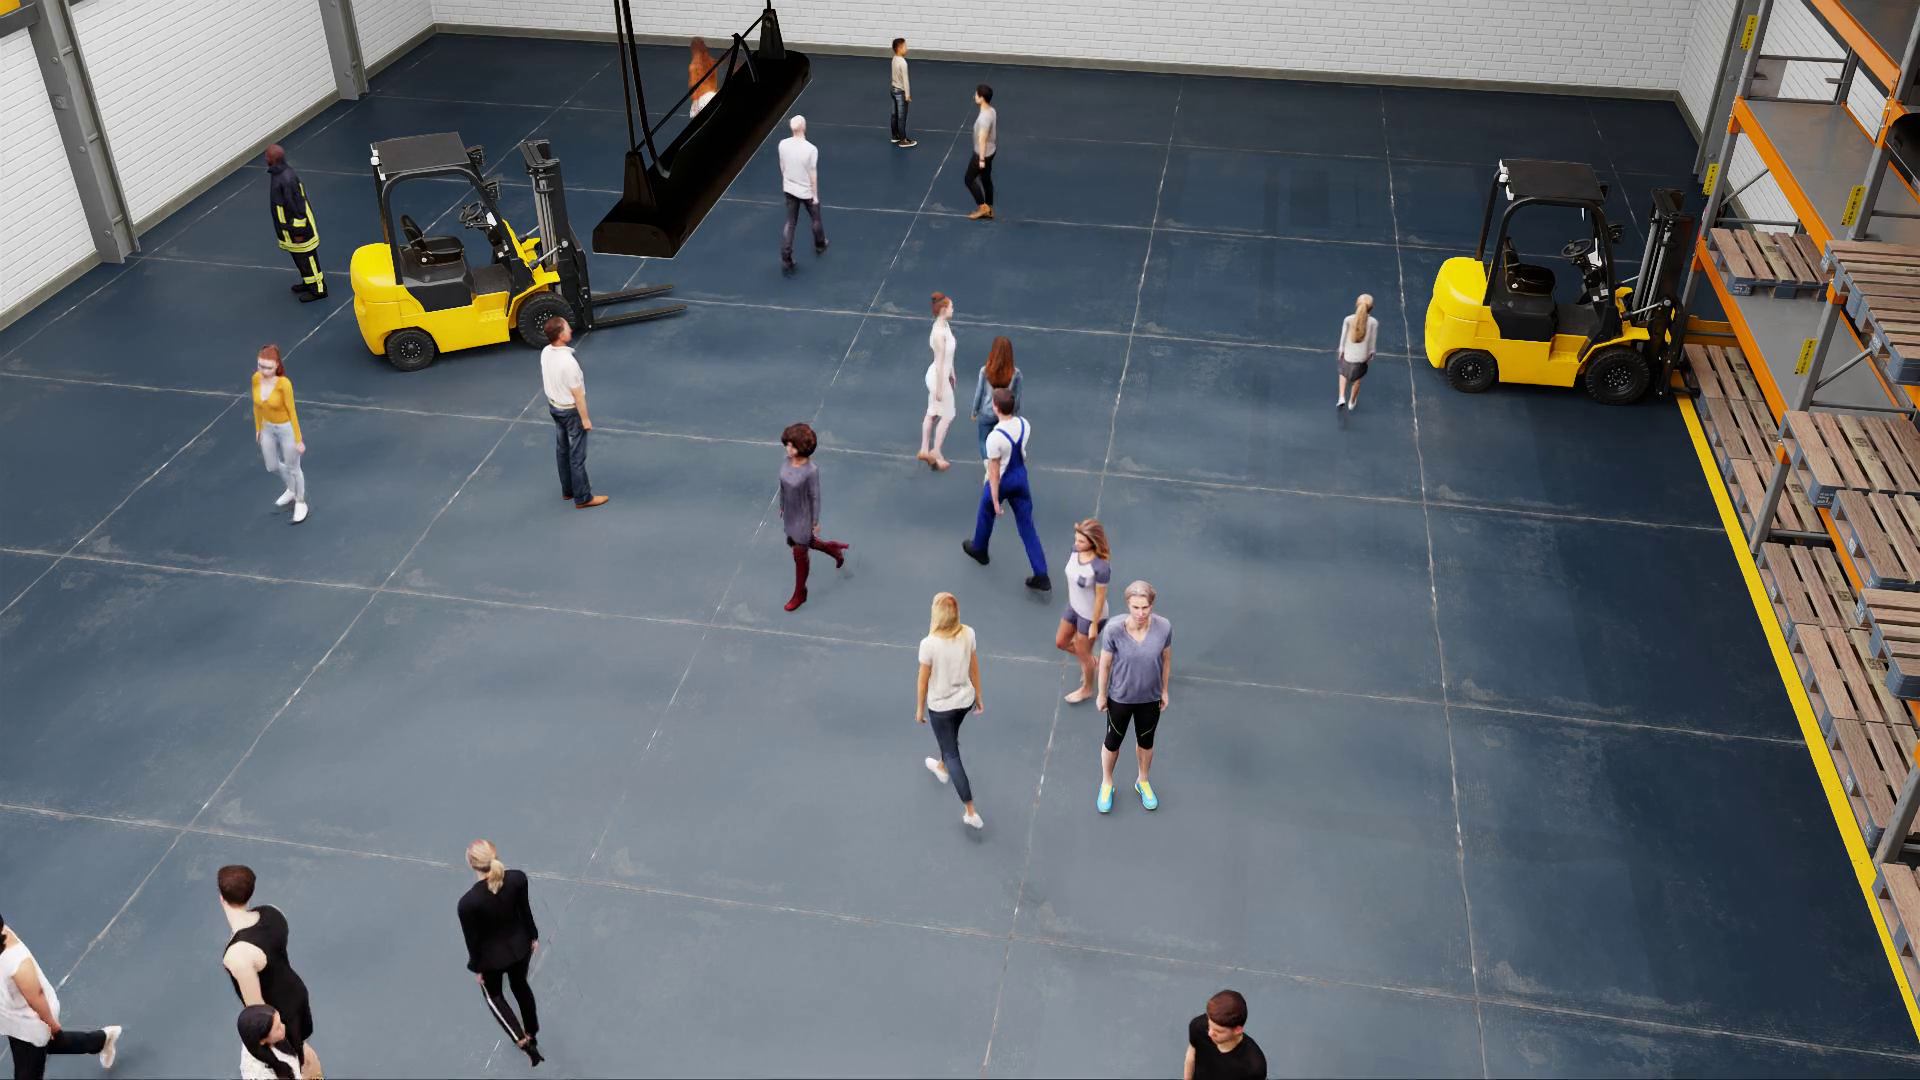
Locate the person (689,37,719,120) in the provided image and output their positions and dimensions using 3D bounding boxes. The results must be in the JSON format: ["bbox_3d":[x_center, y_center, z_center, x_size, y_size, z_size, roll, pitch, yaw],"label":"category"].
[{"bbox_3d":[-3.336,-5.818,22.214,1.125,1.679,1.103,-28,43,-36],"label":"person"}]

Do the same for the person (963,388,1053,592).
[{"bbox_3d":[0.475,-0.392,13.937,1.221,1.807,1.287,-21,39,-29],"label":"person"}]

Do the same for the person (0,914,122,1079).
[{"bbox_3d":[-5.302,2.656,9.481,0.988,1.663,1.127,28,43,35],"label":"person"}]

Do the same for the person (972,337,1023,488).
[{"bbox_3d":[0.341,-1.143,15.375,0.707,1.465,0.819,-4,34,-6],"label":"person"}]

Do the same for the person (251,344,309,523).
[{"bbox_3d":[-6.068,-0.964,14.861,0.728,1.736,0.688,15,36,21],"label":"person"}]

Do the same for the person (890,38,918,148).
[{"bbox_3d":[-0.834,-6.189,22.967,0.689,1.464,0.611,-16,37,-22],"label":"person"}]

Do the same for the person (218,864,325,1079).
[{"bbox_3d":[-3.794,2.658,9.308,0.975,1.851,0.661,-8,34,-12],"label":"person"}]

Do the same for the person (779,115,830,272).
[{"bbox_3d":[-1.916,-4.007,19.395,0.861,1.785,1.262,14,36,19],"label":"person"}]

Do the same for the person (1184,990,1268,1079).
[{"bbox_3d":[1.437,3.002,8.794,0.823,1.847,0.850,27,42,34],"label":"person"}]

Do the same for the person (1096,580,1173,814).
[{"bbox_3d":[1.216,1.086,11.640,0.727,1.888,0.672,-3,34,-5],"label":"person"}]

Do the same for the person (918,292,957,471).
[{"bbox_3d":[-0.245,-1.447,15.560,0.726,1.766,0.581,7,34,10],"label":"person"}]

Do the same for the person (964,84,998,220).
[{"bbox_3d":[0.370,-4.794,20.644,0.709,1.712,0.543,8,35,12],"label":"person"}]

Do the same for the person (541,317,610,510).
[{"bbox_3d":[-3.562,-1.160,15.046,0.785,1.856,0.749,-26,41,-33],"label":"person"}]

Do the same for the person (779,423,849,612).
[{"bbox_3d":[-1.268,-0.227,13.791,1.044,1.692,0.930,-28,43,-35],"label":"person"}]

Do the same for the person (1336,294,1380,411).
[{"bbox_3d":[3.961,-1.848,16.615,0.542,1.267,0.631,9,35,14],"label":"person"}]

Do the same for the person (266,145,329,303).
[{"bbox_3d":[-7.499,-3.599,18.748,0.922,1.820,0.836,-17,37,-24],"label":"person"}]

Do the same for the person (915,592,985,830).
[{"bbox_3d":[-0.014,1.210,11.560,1.086,1.770,1.192,-17,37,-24],"label":"person"}]

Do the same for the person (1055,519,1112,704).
[{"bbox_3d":[1.040,0.522,12.649,0.838,1.709,0.773,-13,36,-19],"label":"person"}]

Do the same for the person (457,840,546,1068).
[{"bbox_3d":[-2.620,2.476,9.725,0.844,1.693,0.893,-27,42,-35],"label":"person"}]
